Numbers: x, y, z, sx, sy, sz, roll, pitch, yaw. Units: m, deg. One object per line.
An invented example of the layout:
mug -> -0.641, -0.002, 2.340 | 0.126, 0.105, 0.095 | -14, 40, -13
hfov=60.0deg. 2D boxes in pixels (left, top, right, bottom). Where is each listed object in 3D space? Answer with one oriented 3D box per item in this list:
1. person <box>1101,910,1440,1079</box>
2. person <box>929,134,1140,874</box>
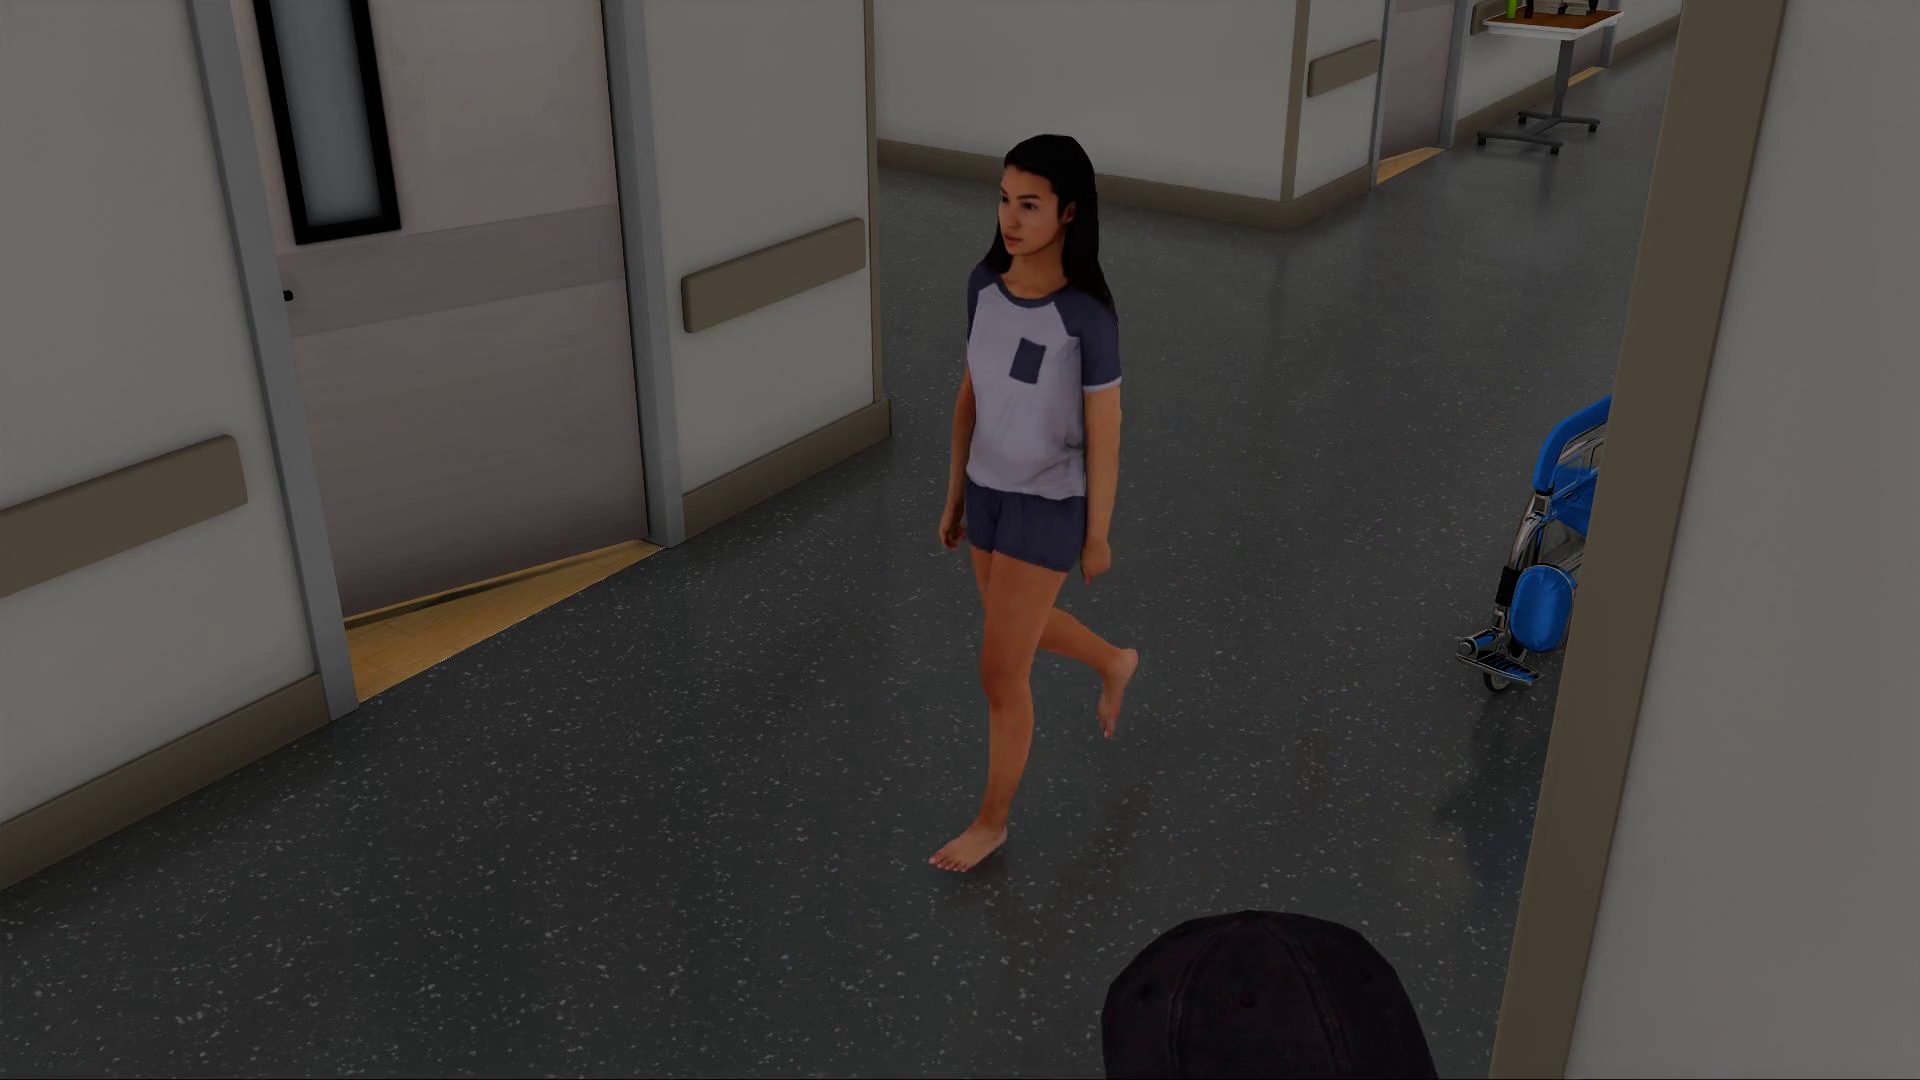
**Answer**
person -> 0.169, 1.070, 1.292 | 0.687, 1.887, 0.802 | -12, 28, -23
person -> 0.211, -0.087, 3.902 | 1.100, 1.705, 0.755 | -22, 33, -37
